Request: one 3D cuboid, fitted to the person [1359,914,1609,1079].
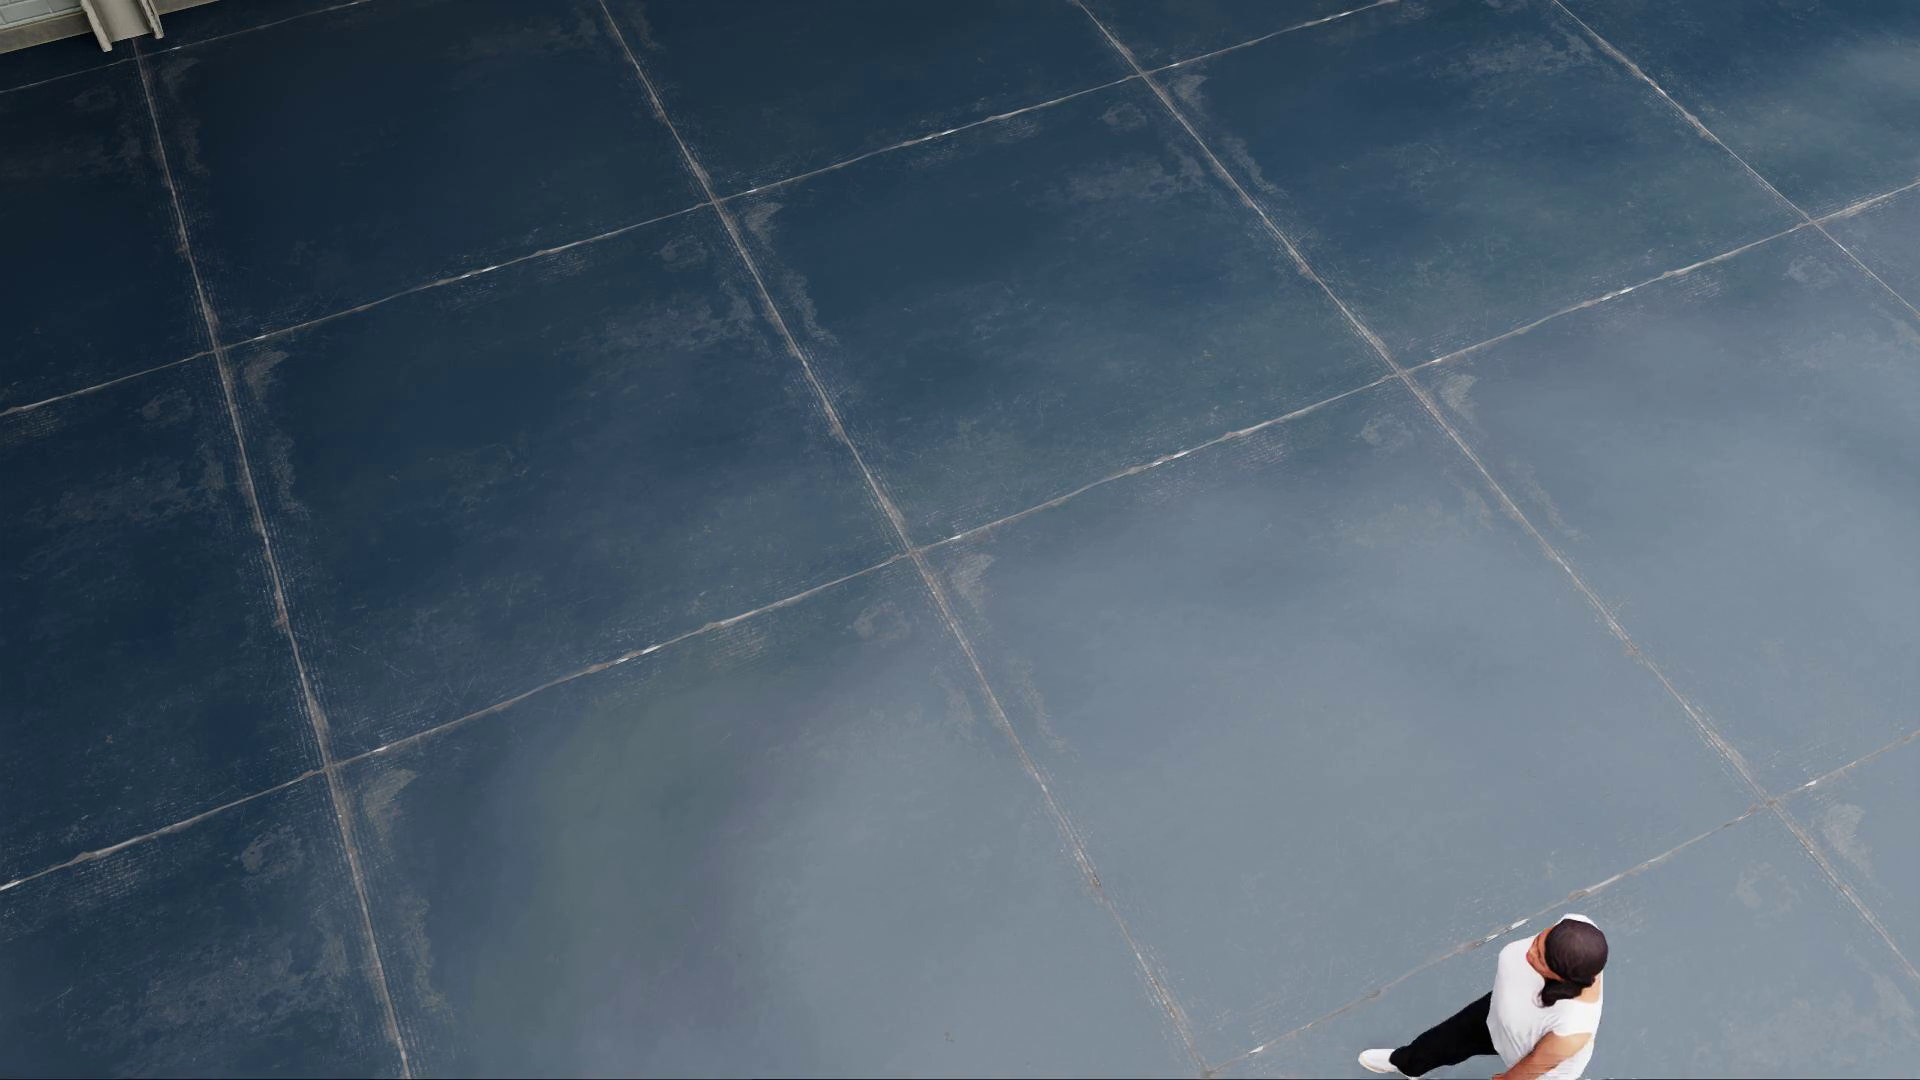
[{"bbox_3d":[2.175,1.842,6.151,1.211,1.644,1.055,8,53,6],"label":"person"}]
